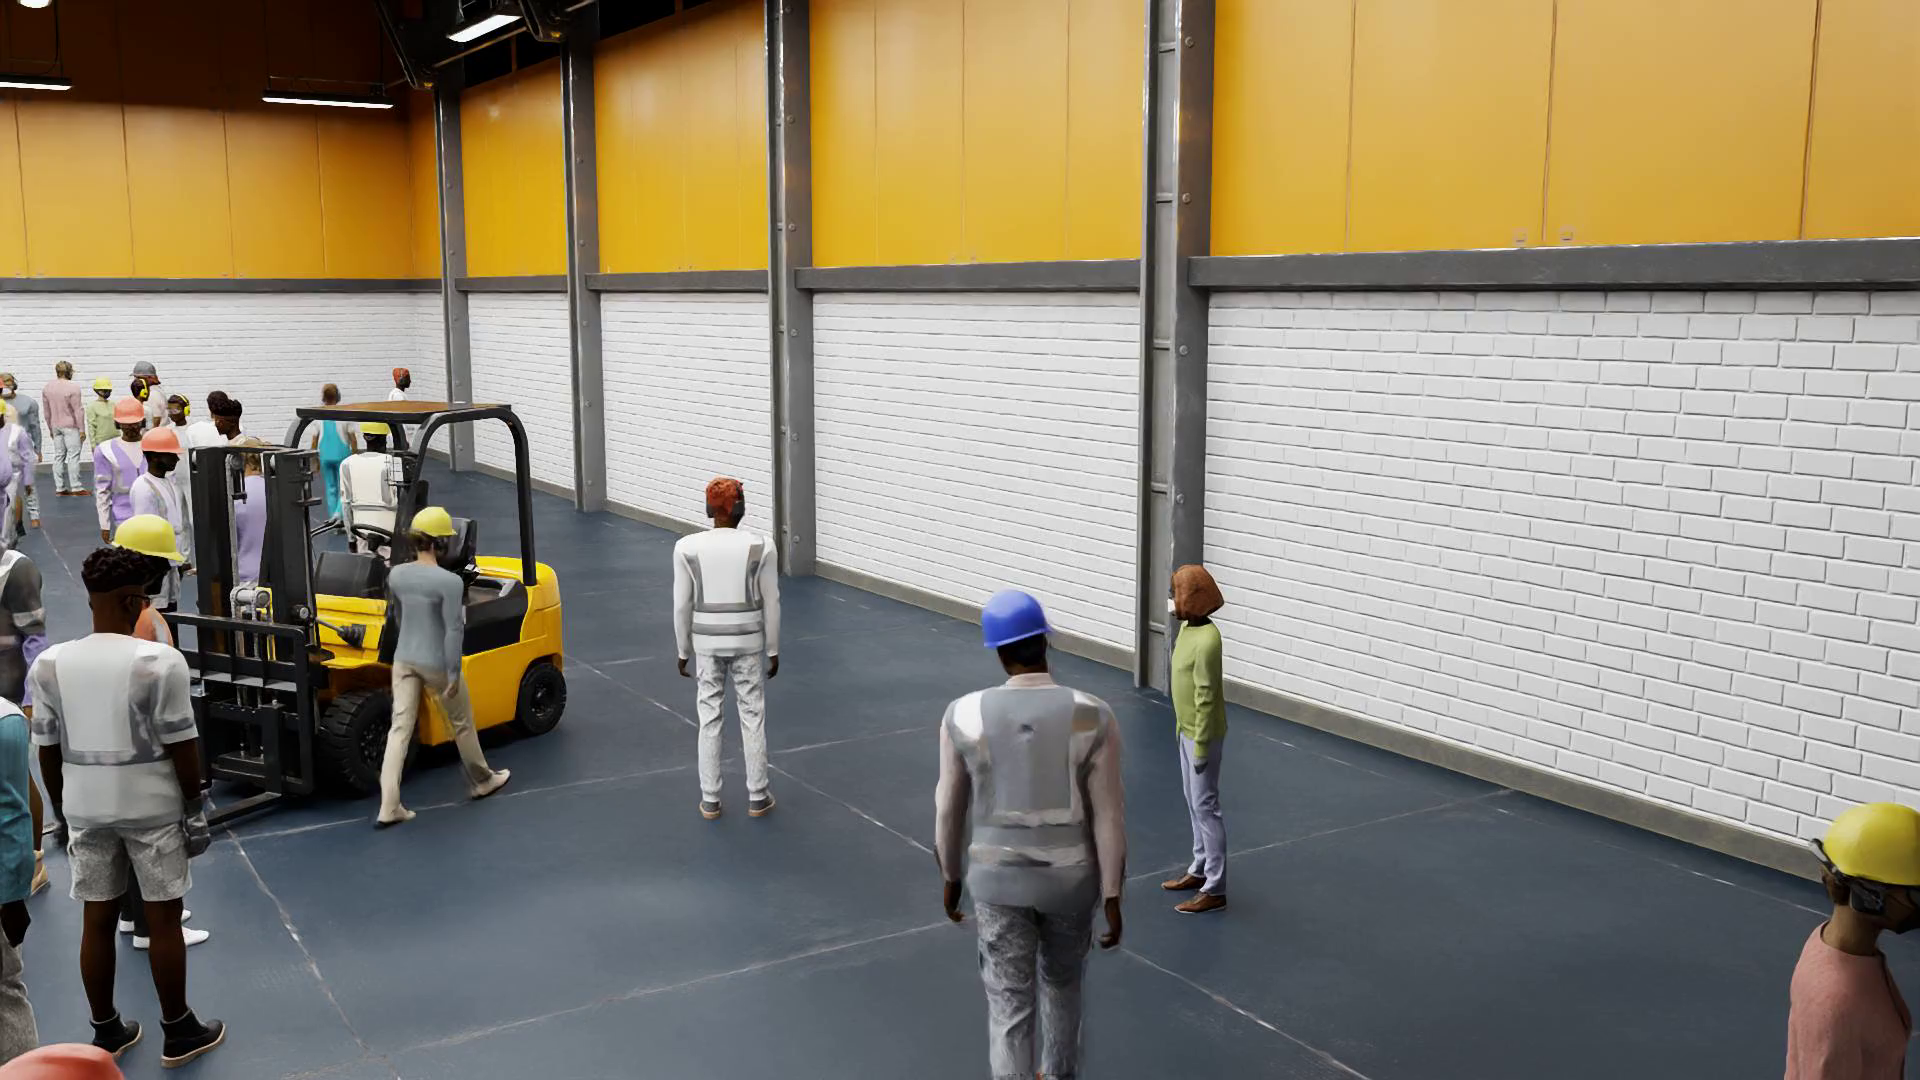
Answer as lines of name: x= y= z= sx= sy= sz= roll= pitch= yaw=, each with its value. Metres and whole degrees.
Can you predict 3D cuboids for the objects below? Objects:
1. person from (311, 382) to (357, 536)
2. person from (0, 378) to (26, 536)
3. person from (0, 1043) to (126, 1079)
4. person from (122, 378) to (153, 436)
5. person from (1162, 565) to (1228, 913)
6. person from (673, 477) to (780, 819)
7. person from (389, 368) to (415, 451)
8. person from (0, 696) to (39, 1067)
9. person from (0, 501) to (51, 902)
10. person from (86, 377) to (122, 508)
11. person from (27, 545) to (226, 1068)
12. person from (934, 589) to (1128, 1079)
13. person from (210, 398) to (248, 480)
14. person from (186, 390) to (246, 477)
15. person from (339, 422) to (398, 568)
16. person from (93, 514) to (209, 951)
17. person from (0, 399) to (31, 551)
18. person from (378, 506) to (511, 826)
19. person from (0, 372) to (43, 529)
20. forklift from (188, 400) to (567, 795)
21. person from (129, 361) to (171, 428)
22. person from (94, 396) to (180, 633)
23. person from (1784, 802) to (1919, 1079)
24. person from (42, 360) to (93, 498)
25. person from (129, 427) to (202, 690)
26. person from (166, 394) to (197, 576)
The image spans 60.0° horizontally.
person: x=-7.372 y=-0.940 z=19.626 sx=0.529 sy=1.835 sz=0.509 roll=-1 pitch=8 yaw=-4
person: x=-11.333 y=-0.988 z=19.610 sx=0.552 sy=1.935 sz=0.373 roll=5 pitch=10 yaw=29
person: x=-1.391 y=1.629 z=2.604 sx=0.345 sy=1.745 sz=0.564 roll=-6 pitch=11 yaw=-37
person: x=-9.899 y=-1.021 z=20.116 sx=0.524 sy=1.857 sz=0.337 roll=4 pitch=9 yaw=23
person: x=1.104 y=0.921 z=7.802 sx=0.287 sy=1.626 sz=0.497 roll=-1 pitch=8 yaw=-4
person: x=-1.273 y=0.594 z=9.129 sx=0.575 sy=1.883 sz=0.356 roll=0 pitch=8 yaw=-3
person: x=-7.518 y=-1.380 z=22.424 sx=0.340 sy=1.883 sz=0.586 roll=-4 pitch=9 yaw=-25
person: x=-3.295 y=1.117 z=5.426 sx=0.605 sy=1.939 sz=0.415 roll=2 pitch=9 yaw=15
person: x=-4.606 y=0.708 z=7.826 sx=0.616 sy=2.041 sz=0.380 roll=2 pitch=9 yaw=14
person: x=-11.447 y=-1.303 z=22.312 sx=0.312 sy=1.768 sz=0.529 roll=3 pitch=9 yaw=18
person: x=-3.089 y=0.993 z=6.183 sx=0.600 sy=1.958 sz=0.387 roll=0 pitch=8 yaw=3
person: x=0.232 y=1.121 z=5.519 sx=0.631 sy=1.890 sz=0.893 roll=0 pitch=8 yaw=1
person: x=-6.432 y=-0.290 z=14.844 sx=0.380 sy=1.958 sz=0.604 roll=-4 pitch=9 yaw=-23
person: x=-7.383 y=-0.532 z=16.610 sx=0.596 sy=1.914 sz=0.373 roll=0 pitch=8 yaw=-1
person: x=-4.686 y=-0.064 z=13.420 sx=0.585 sy=1.927 sz=0.366 roll=2 pitch=9 yaw=10
person: x=-3.594 y=0.841 z=7.353 sx=0.390 sy=1.916 sz=0.585 roll=-6 pitch=10 yaw=-34
person: x=-10.439 y=-0.681 z=18.092 sx=0.600 sy=1.785 sz=0.949 roll=-2 pitch=9 yaw=-12
person: x=-2.905 y=0.669 z=9.183 sx=0.526 sy=1.718 sz=0.912 roll=3 pitch=9 yaw=20
person: x=-11.552 y=-1.083 z=20.290 sx=0.637 sy=1.930 sz=0.371 roll=-5 pitch=10 yaw=-29
forklift: x=-3.529 y=0.258 z=10.348 sx=1.214 sy=2.155 sz=2.313 roll=4 pitch=9 yaw=25
person: x=-10.212 y=-1.234 z=20.918 sx=0.536 sy=2.000 sz=0.683 roll=-3 pitch=9 yaw=-19
person: x=-6.880 y=-0.191 z=13.944 sx=0.613 sy=2.029 sz=0.409 roll=-6 pitch=10 yaw=-33
person: x=2.004 y=1.450 z=3.797 sx=0.347 sy=1.761 sz=0.525 roll=6 pitch=10 yaw=34
person: x=-12.589 y=-1.556 z=23.433 sx=0.635 sy=1.937 sz=0.352 roll=3 pitch=9 yaw=17
person: x=-5.726 y=0.149 z=11.981 sx=0.389 sy=1.930 sz=0.544 roll=-1 pitch=8 yaw=-7
person: x=-7.931 y=-0.563 z=17.016 sx=0.514 sy=1.861 sz=0.322 roll=3 pitch=9 yaw=21
